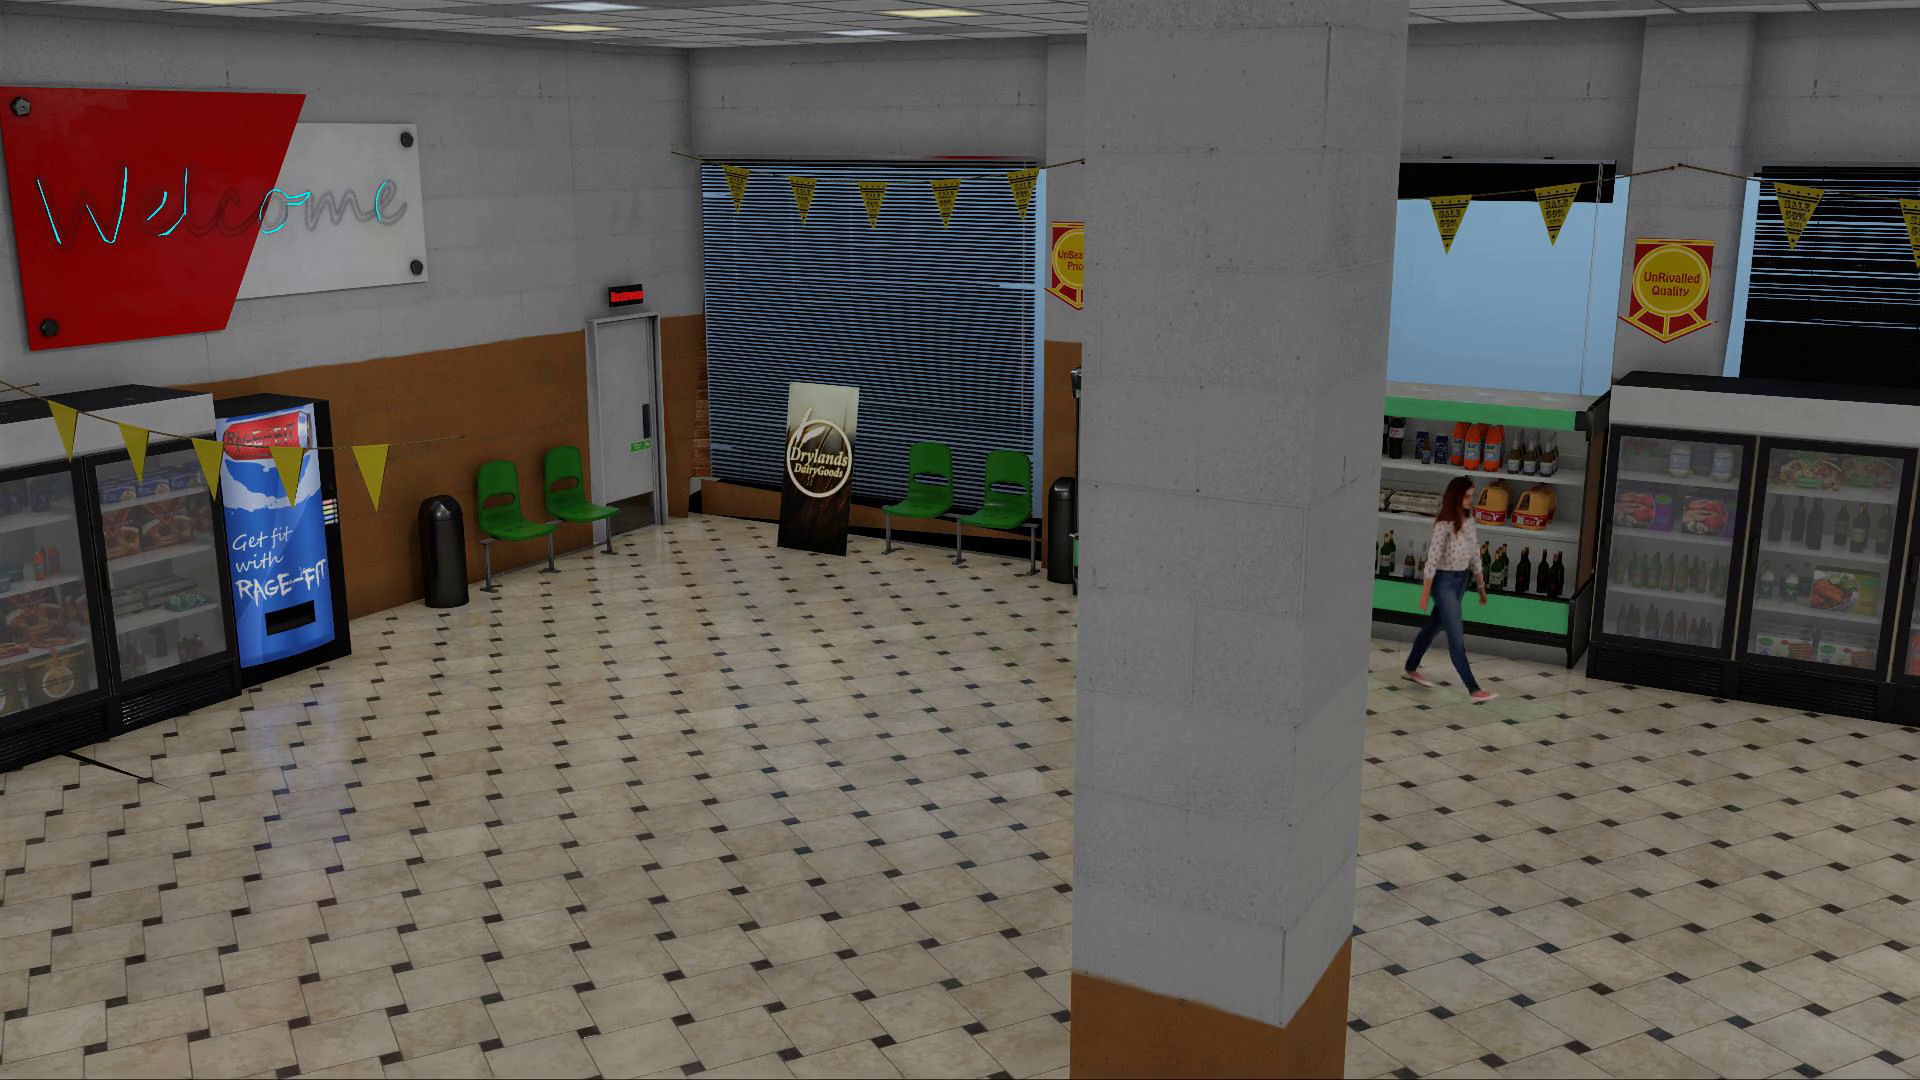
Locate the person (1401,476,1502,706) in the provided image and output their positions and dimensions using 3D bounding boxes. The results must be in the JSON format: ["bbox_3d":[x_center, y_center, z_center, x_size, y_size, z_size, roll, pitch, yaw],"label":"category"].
[{"bbox_3d":[3.557,0.357,12.357,0.897,1.683,1.219,-12,18,-40],"label":"person"}]
